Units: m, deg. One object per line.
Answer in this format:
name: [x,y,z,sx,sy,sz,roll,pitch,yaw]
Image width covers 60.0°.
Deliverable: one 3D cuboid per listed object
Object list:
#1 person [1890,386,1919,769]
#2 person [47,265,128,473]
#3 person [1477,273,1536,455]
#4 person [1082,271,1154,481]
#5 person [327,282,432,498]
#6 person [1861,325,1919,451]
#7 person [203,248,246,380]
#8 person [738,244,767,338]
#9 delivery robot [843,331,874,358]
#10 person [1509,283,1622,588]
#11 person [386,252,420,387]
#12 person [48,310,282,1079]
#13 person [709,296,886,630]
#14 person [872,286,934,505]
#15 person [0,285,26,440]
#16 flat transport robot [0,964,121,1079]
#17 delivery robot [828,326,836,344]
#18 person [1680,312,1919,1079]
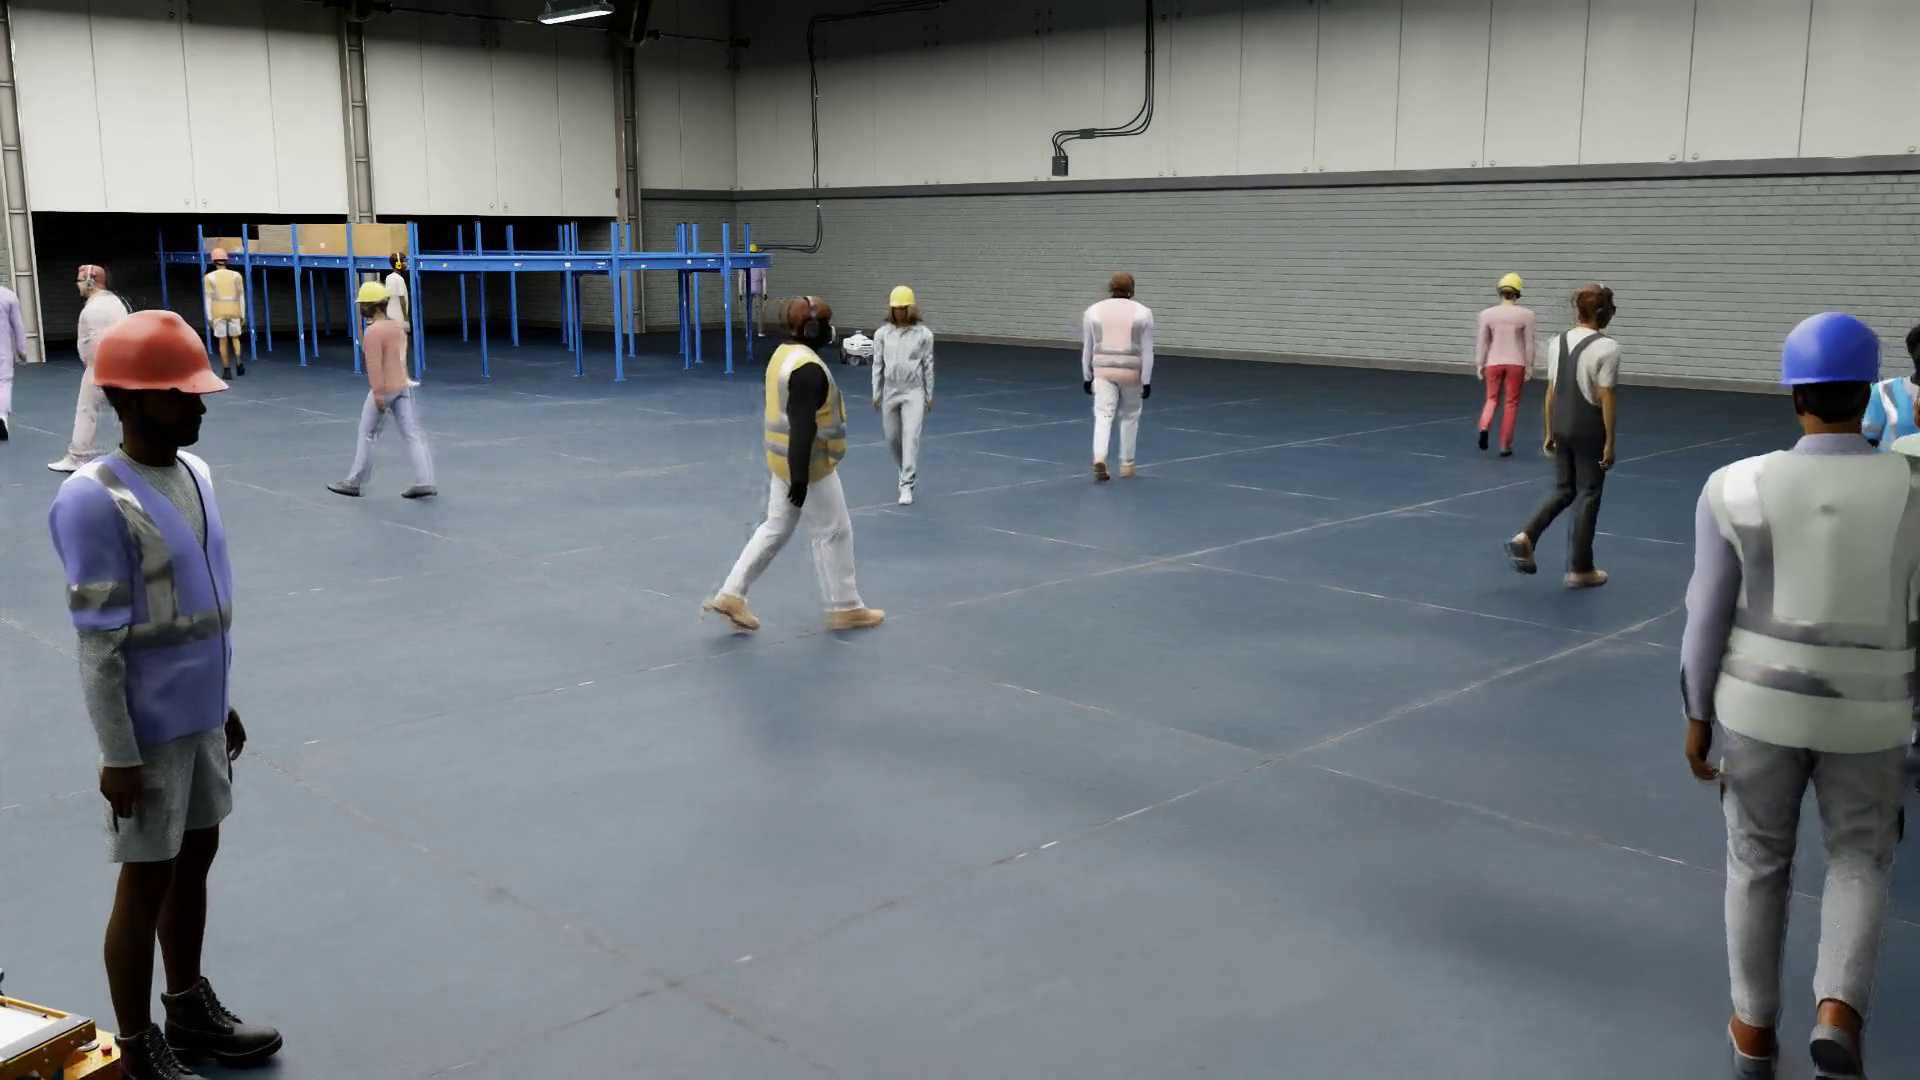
person: [3.871,0.120,6.523,0.428,1.616,0.520,-6,12,-30]
person: [-7.665,-1.539,14.948,1.015,1.855,0.649,-1,10,-3]
person: [5.226,-1.674,15.949,0.530,1.754,0.457,7,12,32]
person: [1.361,-1.425,14.431,0.630,1.811,0.875,3,11,15]
person: [-4.688,-1.195,13.380,0.870,1.730,0.528,2,11,10]
person: [4.928,-0.275,8.555,0.557,1.649,0.847,5,11,24]
person: [-10.841,-3.338,24.537,0.563,1.927,0.423,-8,13,-37]
person: [-4.290,-5.163,34.490,0.591,1.926,0.386,0,10,1]
delivery robot: [-1.666,-3.211,27.450,0.477,0.478,0.707,-5,11,-24]
person: [3.677,-0.619,9.977,0.561,1.834,0.508,-5,12,-25]
person: [-7.885,-3.100,23.414,0.310,1.863,0.532,-9,14,-41]
person: [-1.898,0.416,4.042,0.374,1.935,0.552,1,10,3]
person: [-0.901,-0.399,8.884,0.926,1.807,0.625,-4,11,-21]
person: [-0.448,-1.191,13.420,0.491,1.720,0.769,2,11,9]
person: [-10.116,-1.991,17.332,0.658,1.881,0.872,-5,11,-24]
flat transport robot: [-2.640,1.335,3.691,0.652,0.197,1.431,5,11,23]
delivery robot: [-2.603,-3.951,31.485,0.477,0.478,0.707,-4,11,-20]
person: [2.064,0.423,4.018,0.621,1.930,0.575,5,11,24]
